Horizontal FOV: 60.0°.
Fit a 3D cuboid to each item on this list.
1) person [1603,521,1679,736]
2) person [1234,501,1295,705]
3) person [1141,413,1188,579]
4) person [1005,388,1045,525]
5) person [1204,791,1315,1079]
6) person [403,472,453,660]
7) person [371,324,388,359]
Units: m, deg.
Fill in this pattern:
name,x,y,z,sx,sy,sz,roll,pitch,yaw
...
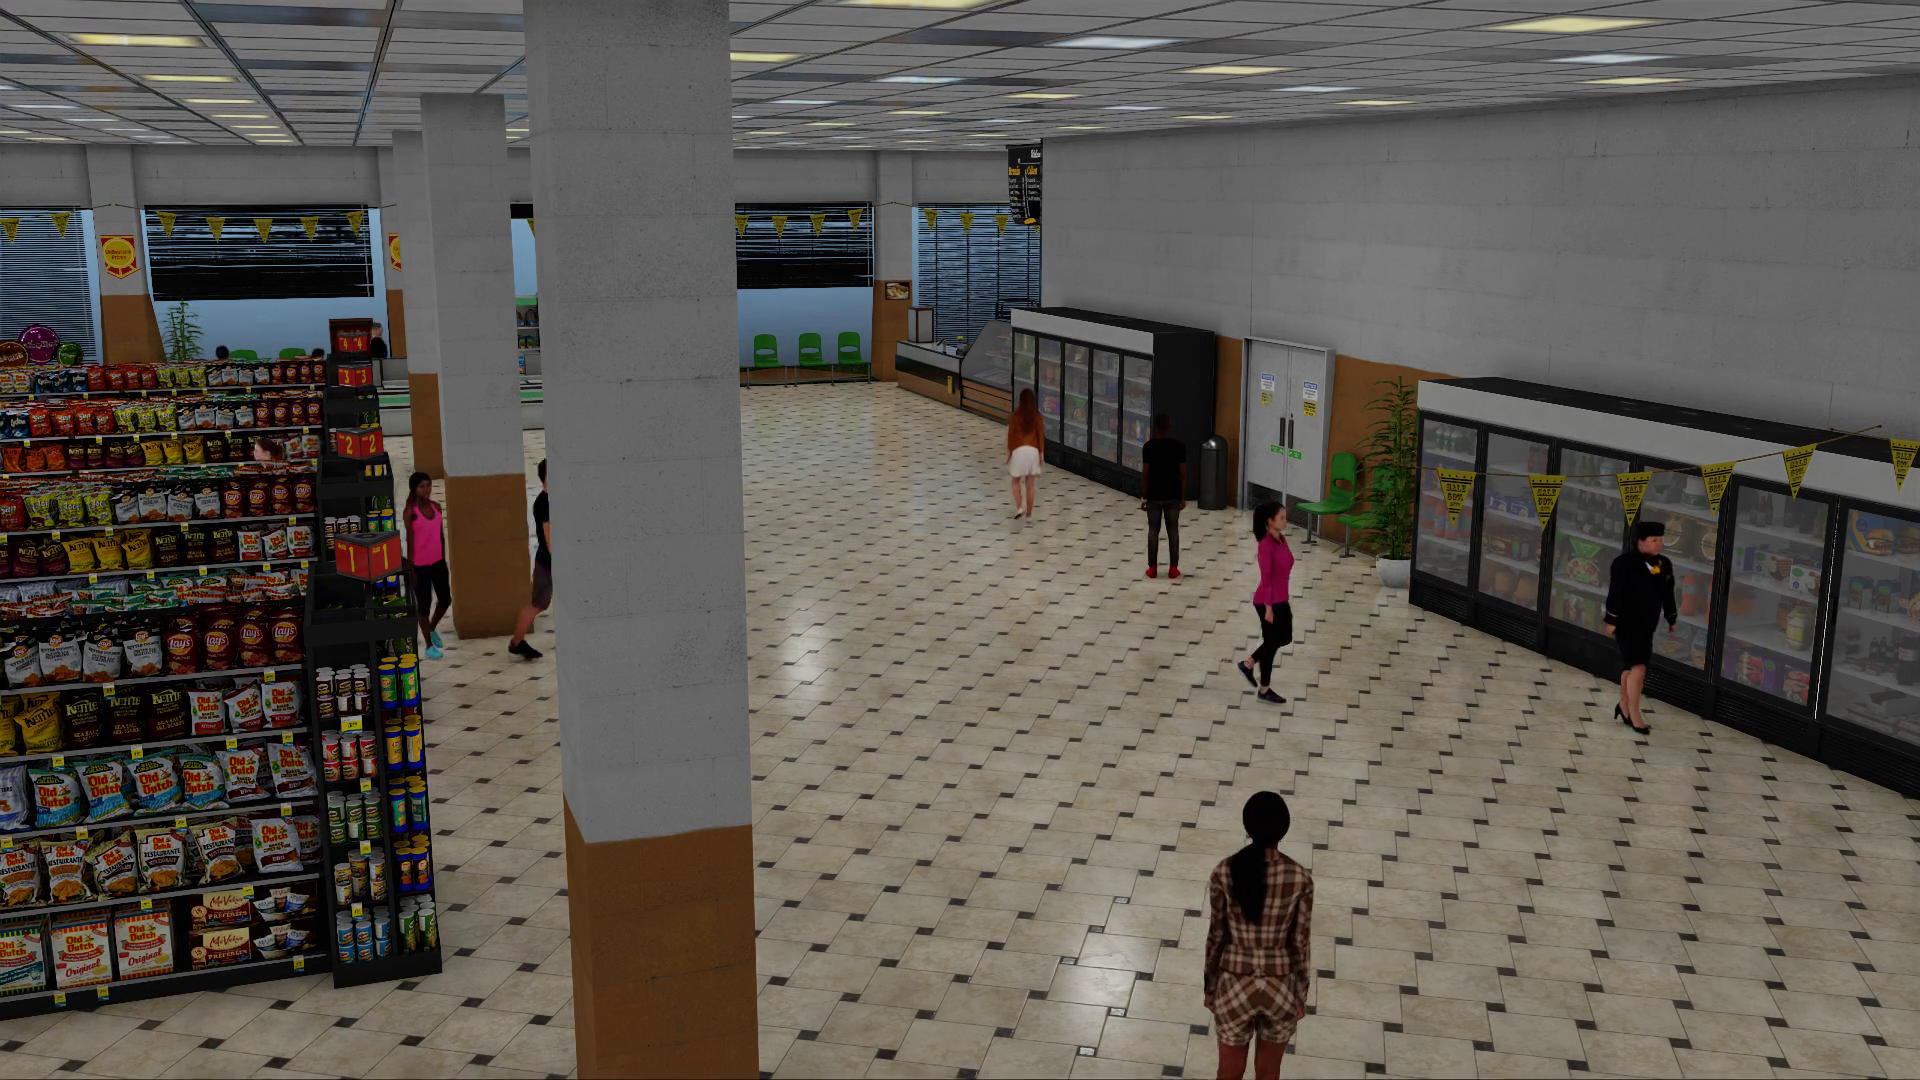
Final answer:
name,x,y,z,sx,sy,sz,roll,pitch,yaw
person,5.267,0.656,13.055,0.688,1.662,0.788,-4,12,-17
person,2.487,0.510,13.692,0.846,1.686,0.794,7,14,29
person,2.216,-0.484,18.122,0.628,1.805,0.776,1,12,6
person,0.830,-1.049,21.033,0.641,1.710,0.786,0,12,-2
person,1.205,1.914,6.792,0.940,1.781,0.934,3,12,14
person,-4.859,0.222,14.994,0.743,1.712,0.696,12,17,44
person,-11.140,-3.255,31.608,0.702,1.671,0.633,-6,13,-25
